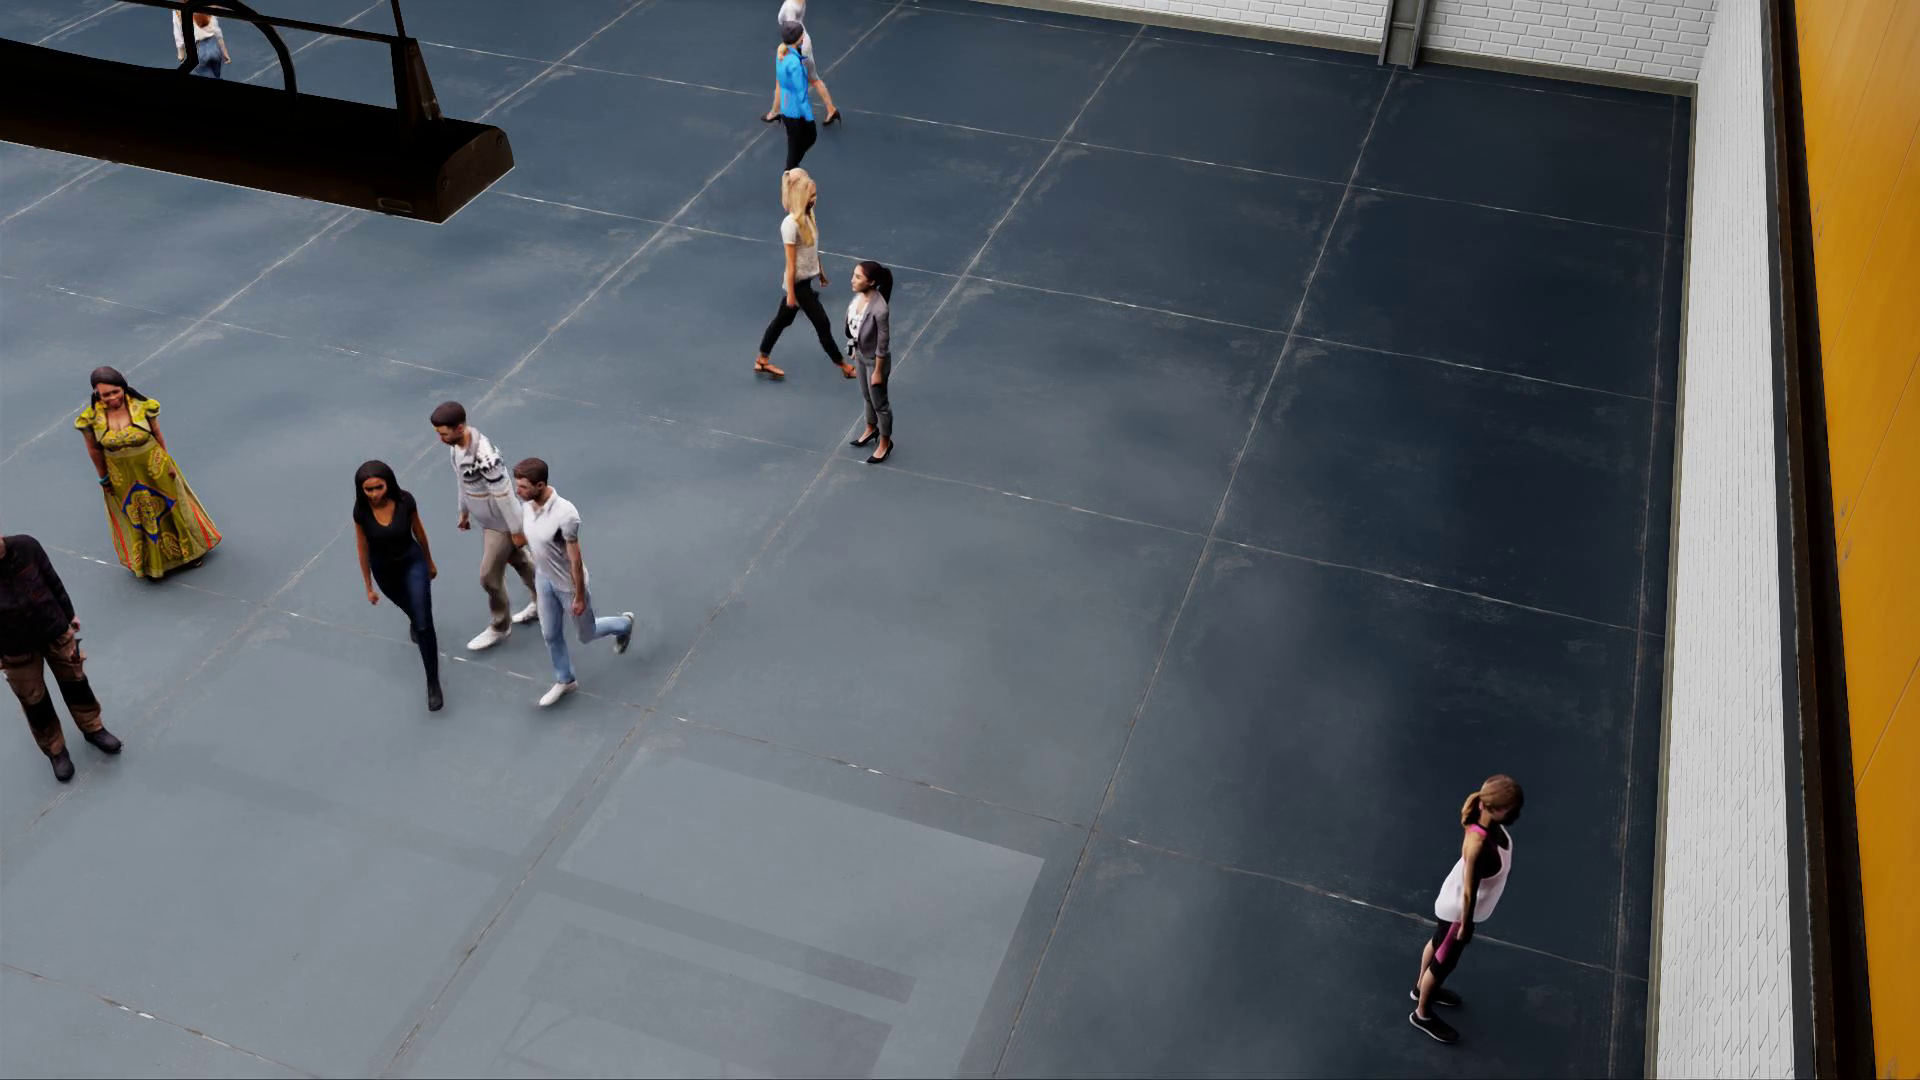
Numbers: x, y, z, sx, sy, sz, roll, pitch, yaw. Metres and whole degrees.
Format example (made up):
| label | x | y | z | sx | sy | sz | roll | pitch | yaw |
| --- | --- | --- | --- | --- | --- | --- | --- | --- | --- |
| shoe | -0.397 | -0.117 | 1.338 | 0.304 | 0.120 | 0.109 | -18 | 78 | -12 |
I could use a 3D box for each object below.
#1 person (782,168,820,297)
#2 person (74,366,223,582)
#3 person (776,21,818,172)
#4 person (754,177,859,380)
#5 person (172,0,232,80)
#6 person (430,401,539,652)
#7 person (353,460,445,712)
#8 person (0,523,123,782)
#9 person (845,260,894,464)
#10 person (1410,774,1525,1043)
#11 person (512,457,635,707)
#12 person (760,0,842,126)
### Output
| label | x | y | z | sx | sy | sz | roll | pitch | yaw |
| --- | --- | --- | --- | --- | --- | --- | --- | --- | --- |
| person | -1.387 | -2.626 | 14.398 | 0.578 | 1.278 | 0.559 | -1 | 39 | -1 |
| person | -5.636 | -0.476 | 11.401 | 0.999 | 1.660 | 1.030 | -22 | 43 | -25 |
| person | -1.652 | -4.022 | 15.741 | 0.762 | 1.784 | 0.729 | -8 | 39 | -10 |
| person | -1.375 | -2.032 | 13.264 | 1.281 | 1.765 | 0.851 | 4 | 39 | 5 |
| person | -7.622 | -4.912 | 16.913 | 0.922 | 1.711 | 0.757 | 26 | 45 | 29 |
| person | -2.946 | -0.178 | 10.902 | 1.044 | 1.816 | 1.005 | -24 | 44 | -27 |
| person | -3.570 | 0.159 | 10.577 | 1.162 | 1.695 | 1.131 | -11 | 40 | -13 |
| person | -5.499 | 0.574 | 9.874 | 0.729 | 1.924 | 0.779 | 29 | 47 | 31 |
| person | -0.657 | -1.353 | 12.483 | 0.789 | 1.679 | 0.721 | -19 | 42 | -22 |
| person | 2.530 | 1.833 | 8.408 | 0.506 | 1.786 | 0.605 | 14 | 41 | 17 |
| person | -2.418 | 0.215 | 10.402 | 1.041 | 1.826 | 0.893 | 29 | 47 | 31 |
| person | -1.584 | -5.014 | 17.046 | 1.116 | 1.705 | 0.624 | 9 | 39 | 11 |
